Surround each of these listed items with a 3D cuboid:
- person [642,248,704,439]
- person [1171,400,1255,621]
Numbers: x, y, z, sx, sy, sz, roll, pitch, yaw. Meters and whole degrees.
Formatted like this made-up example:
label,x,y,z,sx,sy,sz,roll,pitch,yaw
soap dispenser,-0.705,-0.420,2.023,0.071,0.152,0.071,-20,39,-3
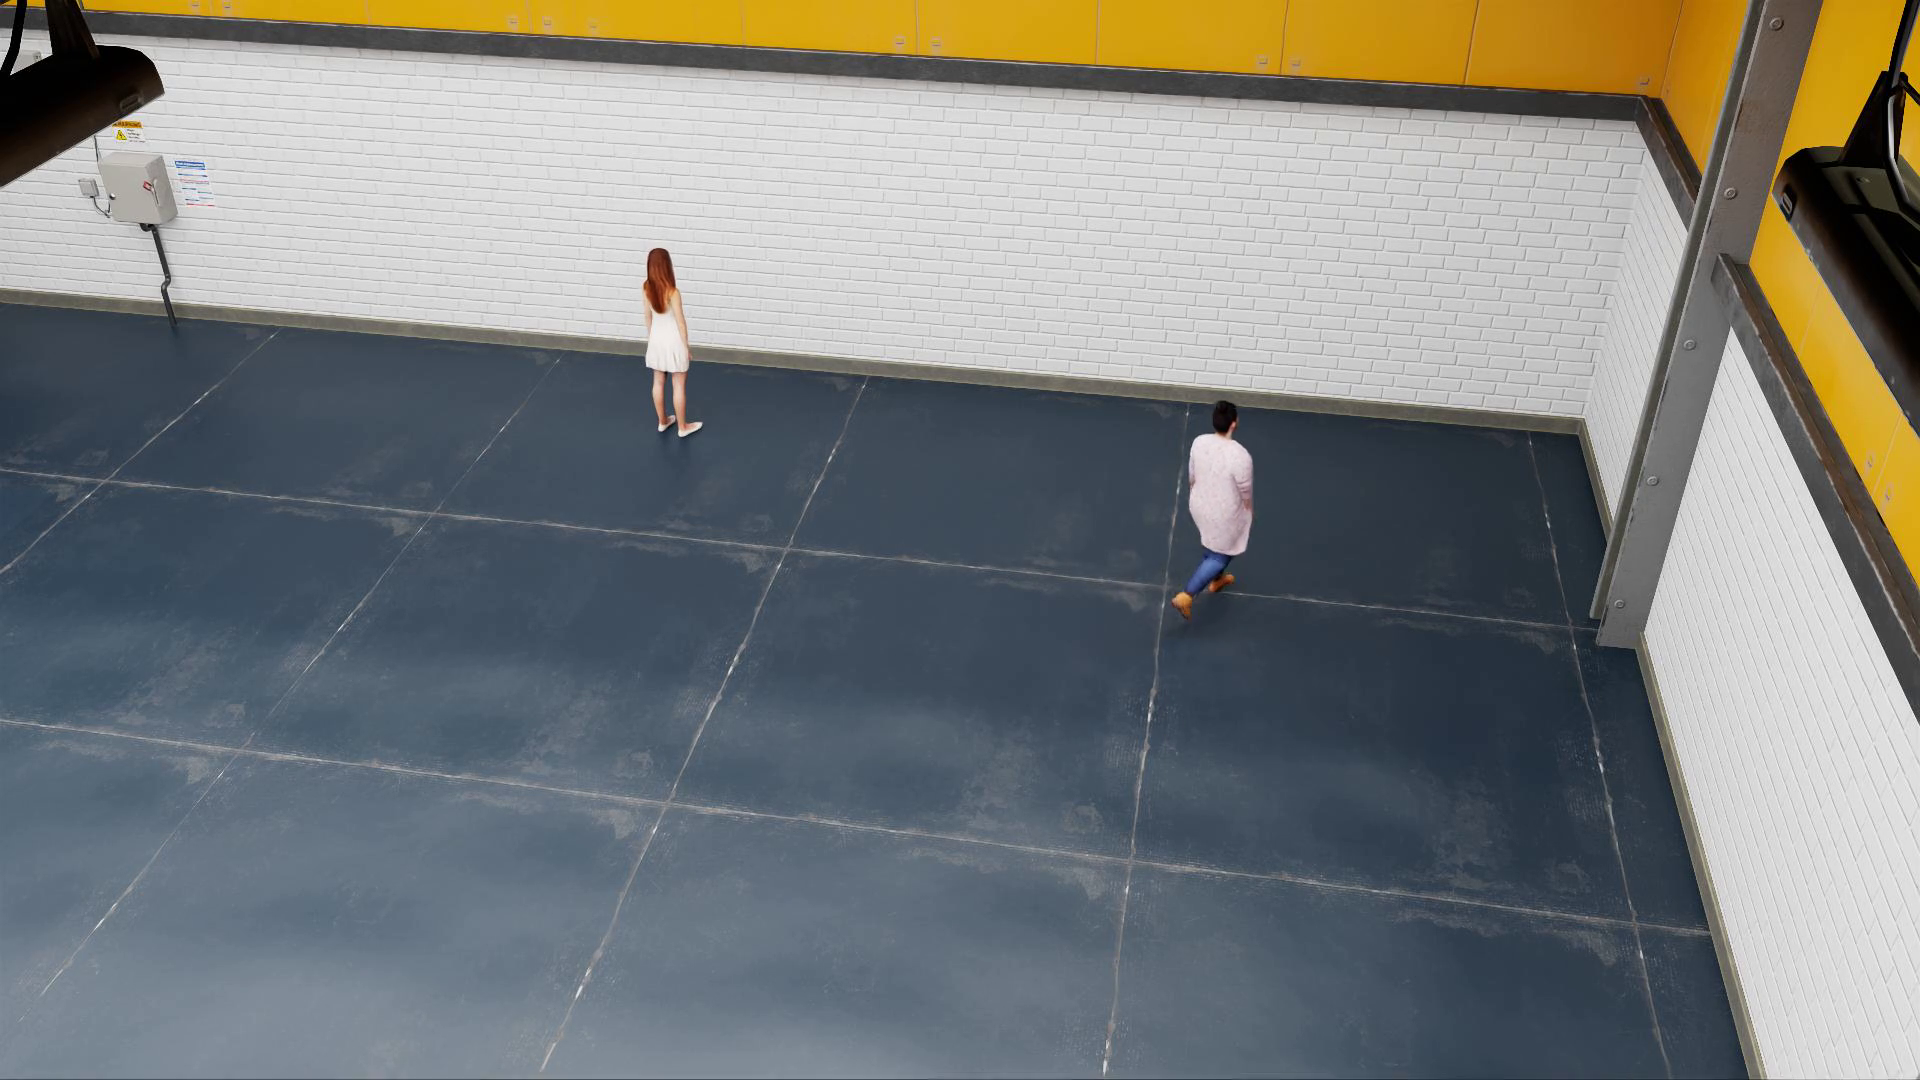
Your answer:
label,x,y,z,sx,sy,sz,roll,pitch,yaw
person,-2.527,-1.707,14.345,0.622,1.708,0.625,17,37,24
person,1.829,-0.198,12.067,1.166,1.716,1.086,-23,40,-31
